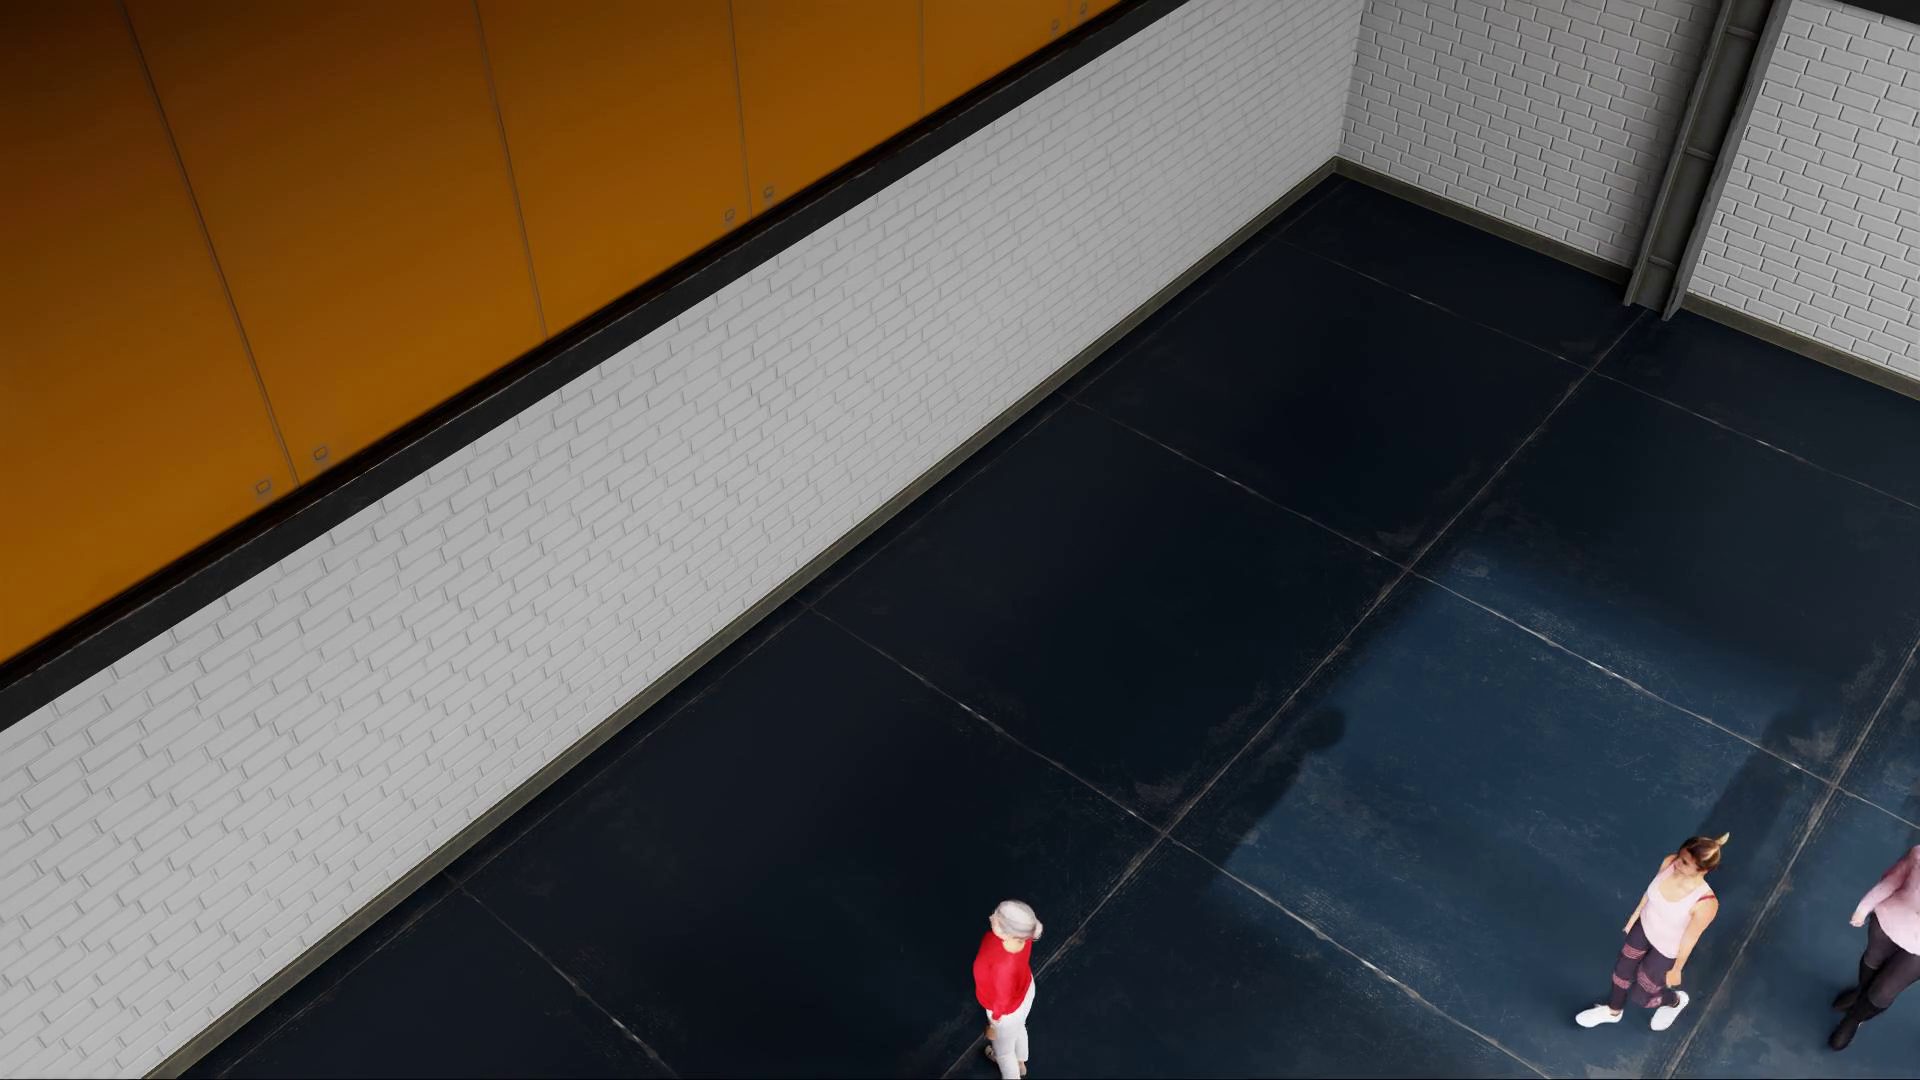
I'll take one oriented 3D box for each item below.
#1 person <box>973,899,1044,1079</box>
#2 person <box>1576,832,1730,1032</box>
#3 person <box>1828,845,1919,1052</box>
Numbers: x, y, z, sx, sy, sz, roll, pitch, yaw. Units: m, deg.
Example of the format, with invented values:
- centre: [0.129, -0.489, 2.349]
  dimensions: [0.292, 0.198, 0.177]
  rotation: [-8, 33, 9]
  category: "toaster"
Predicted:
- centre: [0.249, 2.310, 8.363]
  dimensions: [0.659, 1.694, 0.638]
  rotation: [12, 45, 12]
  category: "person"
- centre: [3.713, 2.070, 8.661]
  dimensions: [0.874, 1.631, 0.841]
  rotation: [-9, 44, -9]
  category: "person"
- centre: [5.017, 2.008, 8.701]
  dimensions: [0.787, 1.666, 0.744]
  rotation: [-25, 49, -24]
  category: "person"
